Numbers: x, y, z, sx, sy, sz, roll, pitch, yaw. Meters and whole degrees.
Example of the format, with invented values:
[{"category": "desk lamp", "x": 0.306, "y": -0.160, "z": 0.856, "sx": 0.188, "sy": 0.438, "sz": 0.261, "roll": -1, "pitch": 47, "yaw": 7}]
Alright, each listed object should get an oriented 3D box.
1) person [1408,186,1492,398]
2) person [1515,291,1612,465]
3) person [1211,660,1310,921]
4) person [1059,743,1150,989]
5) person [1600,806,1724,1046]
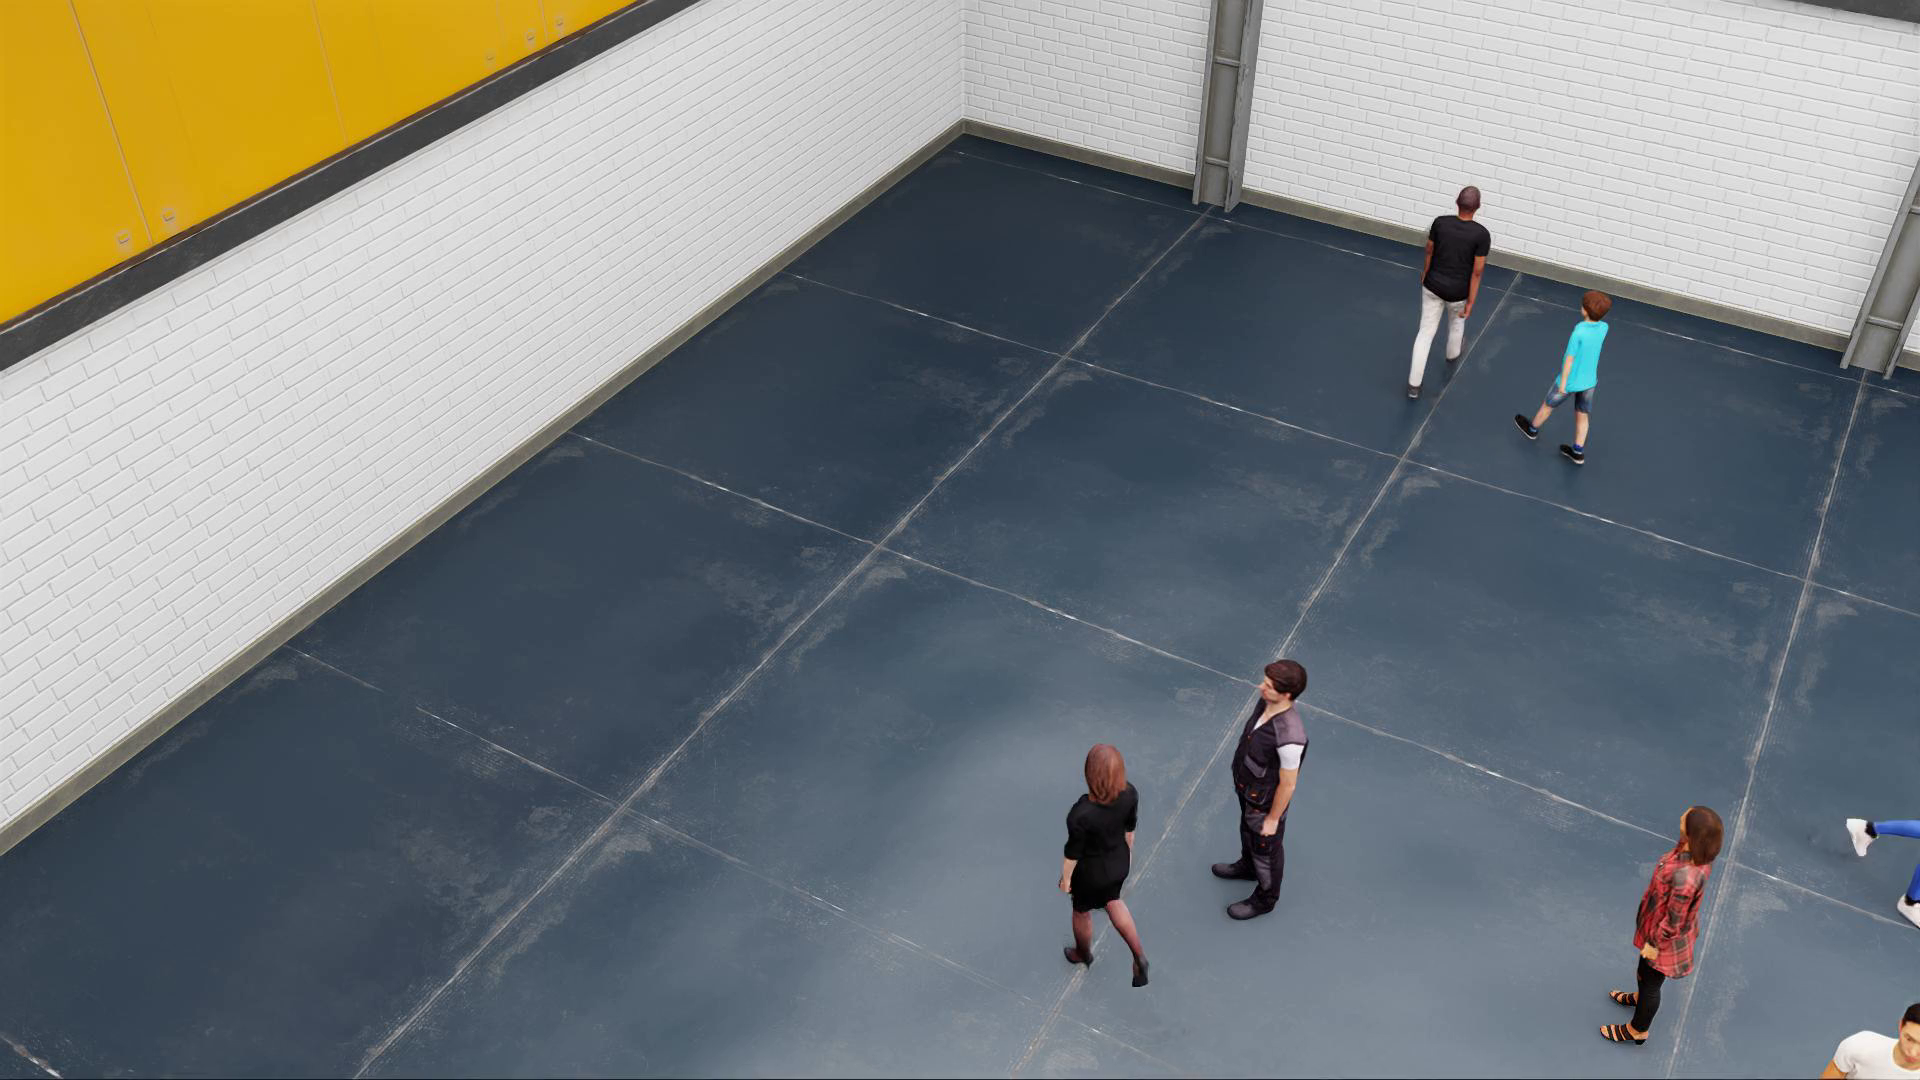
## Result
[{"category": "person", "x": 3.876, "y": -1.947, "z": 13.358, "sx": 1.074, "sy": 1.759, "sz": 0.744, "roll": 18, "pitch": 42, "yaw": 21}, {"category": "person", "x": 4.772, "y": -1.212, "z": 12.708, "sx": 0.828, "sy": 1.423, "sz": 0.945, "roll": -14, "pitch": 41, "yaw": -17}, {"category": "person", "x": 1.697, "y": 1.354, "z": 9.154, "sx": 0.768, "sy": 1.848, "sz": 0.743, "roll": -3, "pitch": 39, "yaw": -4}, {"category": "person", "x": 0.795, "y": 1.784, "z": 8.743, "sx": 0.773, "sy": 1.688, "sz": 0.920, "roll": -26, "pitch": 46, "yaw": -29}, {"category": "person", "x": 3.613, "y": 1.970, "z": 8.502, "sx": 0.531, "sy": 1.699, "sz": 0.603, "roll": 20, "pitch": 43, "yaw": 23}]
